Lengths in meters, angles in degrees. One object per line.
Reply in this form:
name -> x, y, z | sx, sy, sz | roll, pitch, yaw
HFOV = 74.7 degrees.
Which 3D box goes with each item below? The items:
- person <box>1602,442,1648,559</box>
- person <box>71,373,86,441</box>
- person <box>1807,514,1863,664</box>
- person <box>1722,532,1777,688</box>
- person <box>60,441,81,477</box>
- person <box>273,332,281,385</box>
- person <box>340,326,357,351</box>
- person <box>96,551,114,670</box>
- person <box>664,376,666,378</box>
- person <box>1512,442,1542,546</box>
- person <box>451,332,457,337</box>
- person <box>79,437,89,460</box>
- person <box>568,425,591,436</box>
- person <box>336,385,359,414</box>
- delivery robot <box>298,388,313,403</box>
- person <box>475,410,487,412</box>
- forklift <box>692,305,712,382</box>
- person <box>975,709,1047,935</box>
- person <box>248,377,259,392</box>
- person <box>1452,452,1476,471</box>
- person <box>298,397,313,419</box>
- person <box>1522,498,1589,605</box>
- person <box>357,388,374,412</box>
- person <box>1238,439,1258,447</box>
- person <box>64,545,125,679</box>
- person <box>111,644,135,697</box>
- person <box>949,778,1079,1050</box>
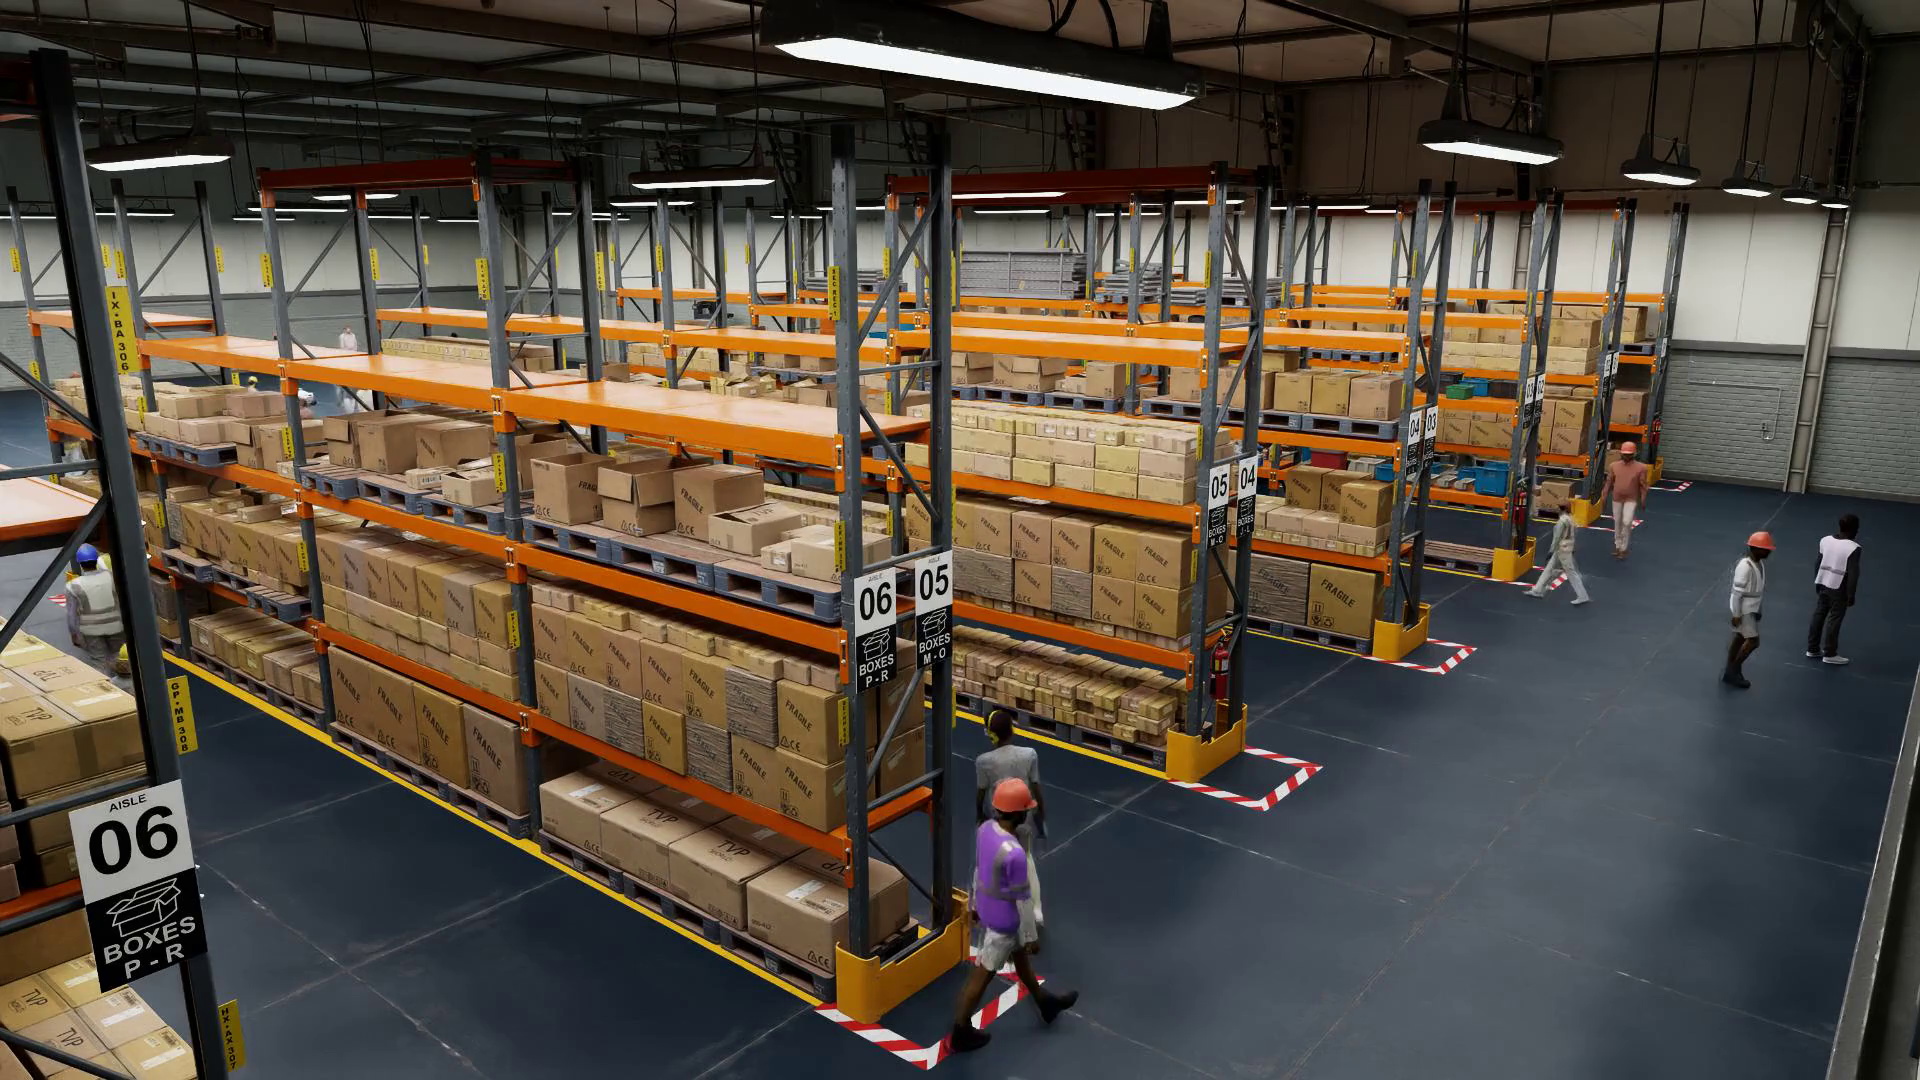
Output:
person -> 11.174, -0.670, 21.265 | 0.661, 1.968, 0.788 | 13, 19, 42
person -> -23.120, -3.475, 33.119 | 0.605, 1.825, 1.015 | -12, 18, -42
person -> 11.199, 0.621, 16.129 | 0.391, 1.894, 0.590 | -2, 14, -8
person -> 9.531, 0.845, 15.137 | 0.569, 1.924, 0.496 | -12, 18, -41
person -> -19.211, -1.995, 27.036 | 0.501, 1.823, 0.629 | 1, 14, 5
person -> -24.816, -6.620, 45.888 | 0.500, 1.903, 0.574 | 8, 16, 30
person -> -23.941, -7.450, 49.331 | 0.570, 1.897, 0.641 | 8, 16, 31
person -> -10.378, 0.790, 15.647 | 0.942, 1.804, 0.640 | 10, 17, 34
person -> -8.547, -4.343, 36.456 | 0.372, 1.940, 0.631 | 3, 14, 11
person -> 9.951, -0.813, 22.108 | 0.460, 1.856, 0.518 | 9, 16, 33
person -> -19.479, -7.182, 48.649 | 0.549, 1.681, 0.361 | -6, 15, -23
person -> -20.534, -2.690, 29.424 | 0.357, 2.047, 0.614 | 0, 14, 2
person -> -8.088, -1.941, 26.801 | 0.572, 1.836, 1.003 | -8, 16, -29
person -> -16.587, -3.816, 34.365 | 0.916, 1.900, 0.656 | 4, 14, 16
delivery robot -> -21.104, -4.613, 40.341 | 0.707, 0.478, 0.477 | 4, 14, 16
person -> -13.371, -3.898, 35.129 | 0.315, 1.695, 0.541 | 11, 18, 38
forklift -> -9.511, -7.392, 47.124 | 1.873, 2.768, 1.129 | 11, 17, 38
person -> 0.384, 2.191, 9.781 | 0.549, 1.843, 0.393 | -4, 14, -16
person -> -18.559, -3.438, 33.191 | 0.559, 1.701, 0.871 | 6, 15, 25
person -> 10.666, -1.887, 26.636 | 0.584, 1.804, 0.866 | -13, 19, -42
person -> -14.609, -2.257, 27.962 | 0.474, 1.890, 0.667 | 2, 14, 10
person -> 8.945, 0.161, 18.670 | 0.929, 1.583, 0.520 | 9, 16, 32
person -> -15.714, -3.446, 33.431 | 0.379, 1.622, 0.504 | 12, 18, 42
person -> 5.892, -1.754, 26.081 | 0.785, 1.808, 0.598 | 10, 17, 35
person -> -9.888, 0.998, 14.490 | 0.443, 1.932, 0.638 | 12, 18, 40
person -> -7.583, 1.782, 11.692 | 0.490, 1.736, 0.323 | 3, 14, 10
person -> 0.361, 2.491, 8.440 | 1.002, 1.883, 0.567 | -5, 14, -18
